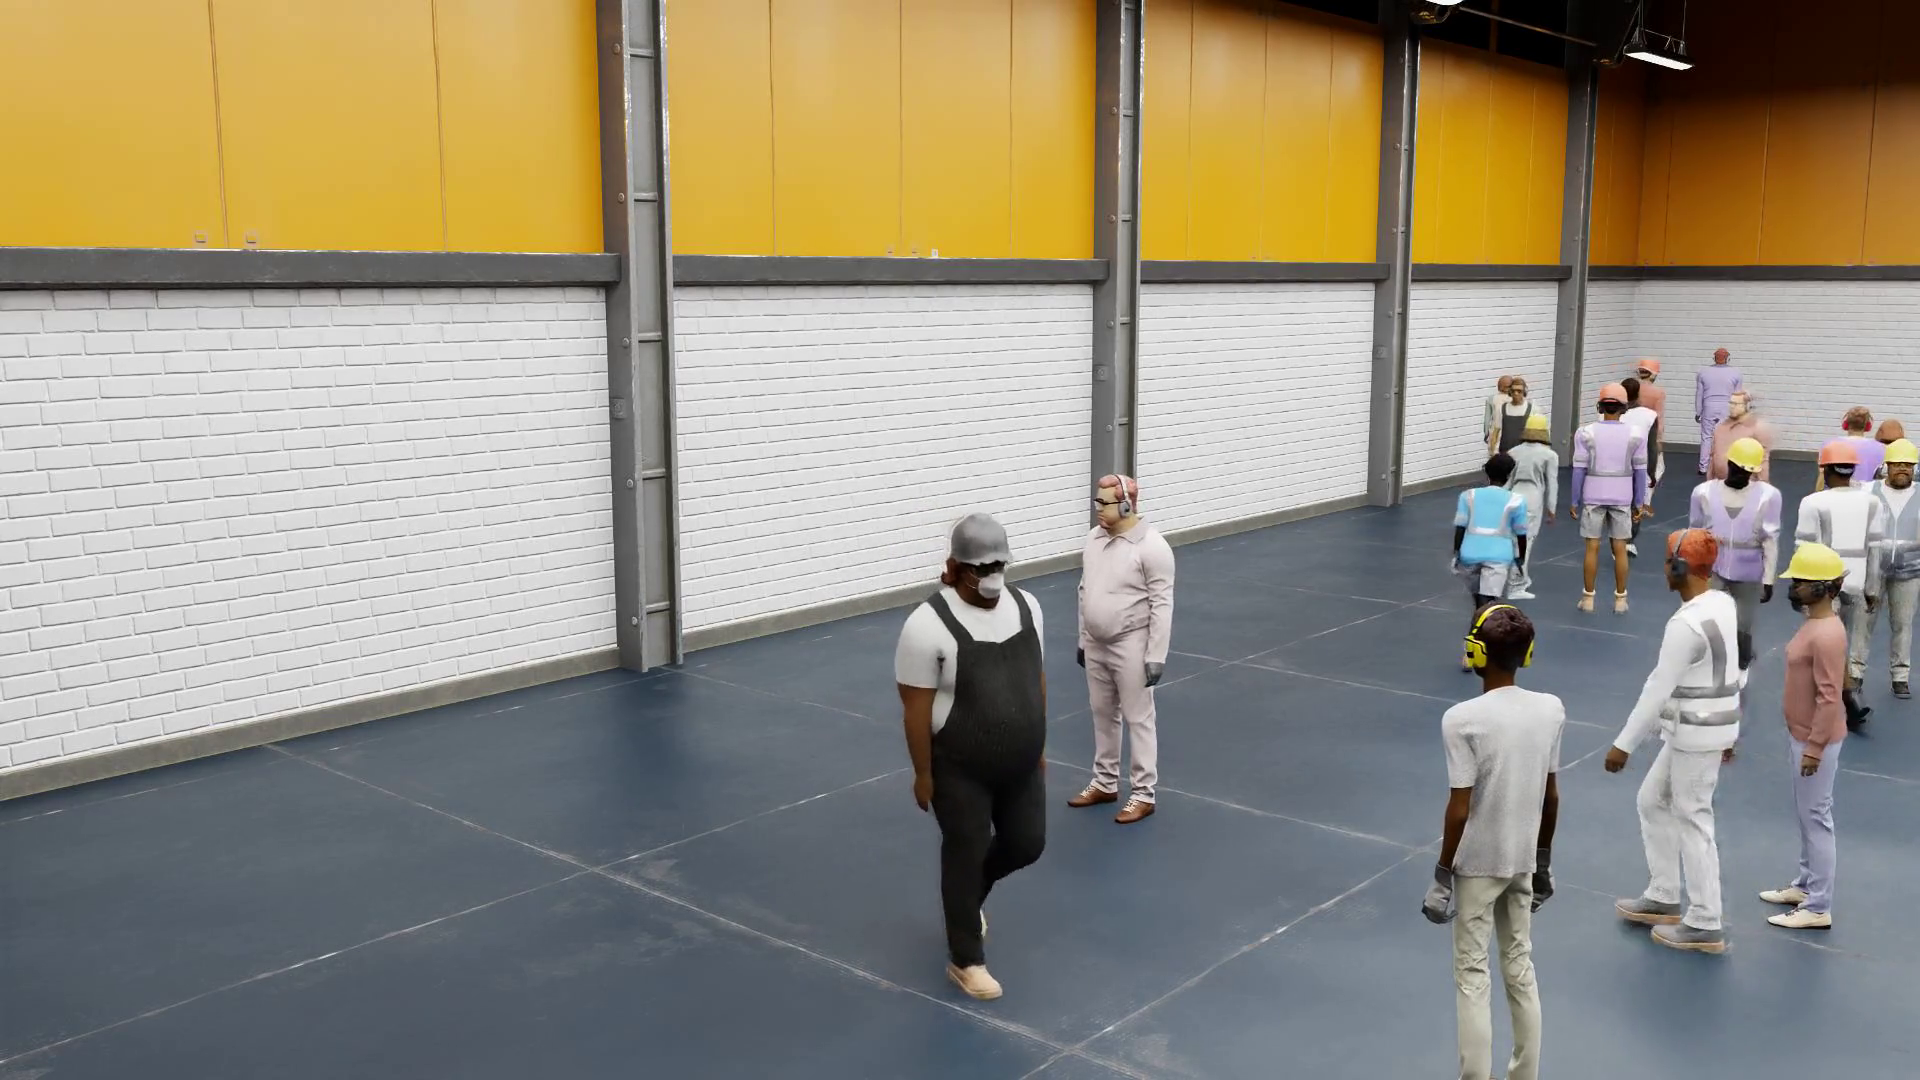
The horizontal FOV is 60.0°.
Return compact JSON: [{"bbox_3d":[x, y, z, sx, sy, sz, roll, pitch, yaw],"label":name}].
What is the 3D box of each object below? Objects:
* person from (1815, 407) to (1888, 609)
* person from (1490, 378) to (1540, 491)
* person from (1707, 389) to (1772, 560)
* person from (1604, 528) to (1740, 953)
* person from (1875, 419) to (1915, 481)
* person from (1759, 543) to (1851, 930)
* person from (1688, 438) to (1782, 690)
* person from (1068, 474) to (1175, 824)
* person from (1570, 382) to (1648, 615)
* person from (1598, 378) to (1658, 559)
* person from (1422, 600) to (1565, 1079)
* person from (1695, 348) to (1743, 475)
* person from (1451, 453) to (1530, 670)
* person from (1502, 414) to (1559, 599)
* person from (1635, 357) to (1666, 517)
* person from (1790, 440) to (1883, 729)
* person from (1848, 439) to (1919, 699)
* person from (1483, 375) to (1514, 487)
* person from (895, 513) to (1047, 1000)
[{"bbox_3d":[7.977,-0.287,14.898,0.597,1.792,0.945,4,10,25],"label":"person"},{"bbox_3d":[6.442,-0.989,19.335,0.521,1.798,0.991,5,10,30],"label":"person"},{"bbox_3d":[7.706,-0.572,16.463,0.939,1.871,0.646,-3,10,-20],"label":"person"},{"bbox_3d":[3.174,0.872,7.368,0.584,1.874,0.596,6,11,32],"label":"person"},{"bbox_3d":[8.921,-0.362,16.006,0.507,1.605,0.795,1,9,6],"label":"person"},{"bbox_3d":[3.872,0.893,7.614,0.323,1.767,0.533,3,10,21],"label":"person"},{"bbox_3d":[5.417,0.195,11.683,0.596,1.882,0.844,5,10,27],"label":"person"},{"bbox_3d":[0.859,0.587,9.103,0.401,1.904,0.648,-7,11,-37],"label":"person"},{"bbox_3d":[5.696,-0.364,14.641,0.614,2.039,0.394,3,9,16],"label":"person"},{"bbox_3d":[6.986,-0.747,17.461,0.619,1.904,0.538,4,10,24],"label":"person"},{"bbox_3d":[1.838,1.137,5.761,0.532,1.868,0.310,-4,10,-23],"label":"person"},{"bbox_3d":[11.257,-1.897,24.693,0.643,1.908,0.408,5,10,27],"label":"person"},{"bbox_3d":[4.030,0.156,12.688,0.535,1.621,0.946,6,11,35],"label":"person"},{"bbox_3d":[5.293,-0.315,15.475,0.501,1.684,0.763,9,12,43],"label":"person"},{"bbox_3d":[8.367,-1.242,20.336,0.508,1.975,0.642,-6,11,-32],"label":"person"},{"bbox_3d":[5.858,0.283,11.077,0.548,1.896,0.953,0,9,-3],"label":"person"},{"bbox_3d":[6.567,0.201,11.747,0.596,1.832,0.404,4,10,25],"label":"person"},{"bbox_3d":[7.323,-1.401,22.419,0.523,1.637,0.310,4,10,25],"label":"person"},{"bbox_3d":[0.069,0.861,6.954,0.693,2.000,0.642,-6,11,-34],"label":"person"}]
